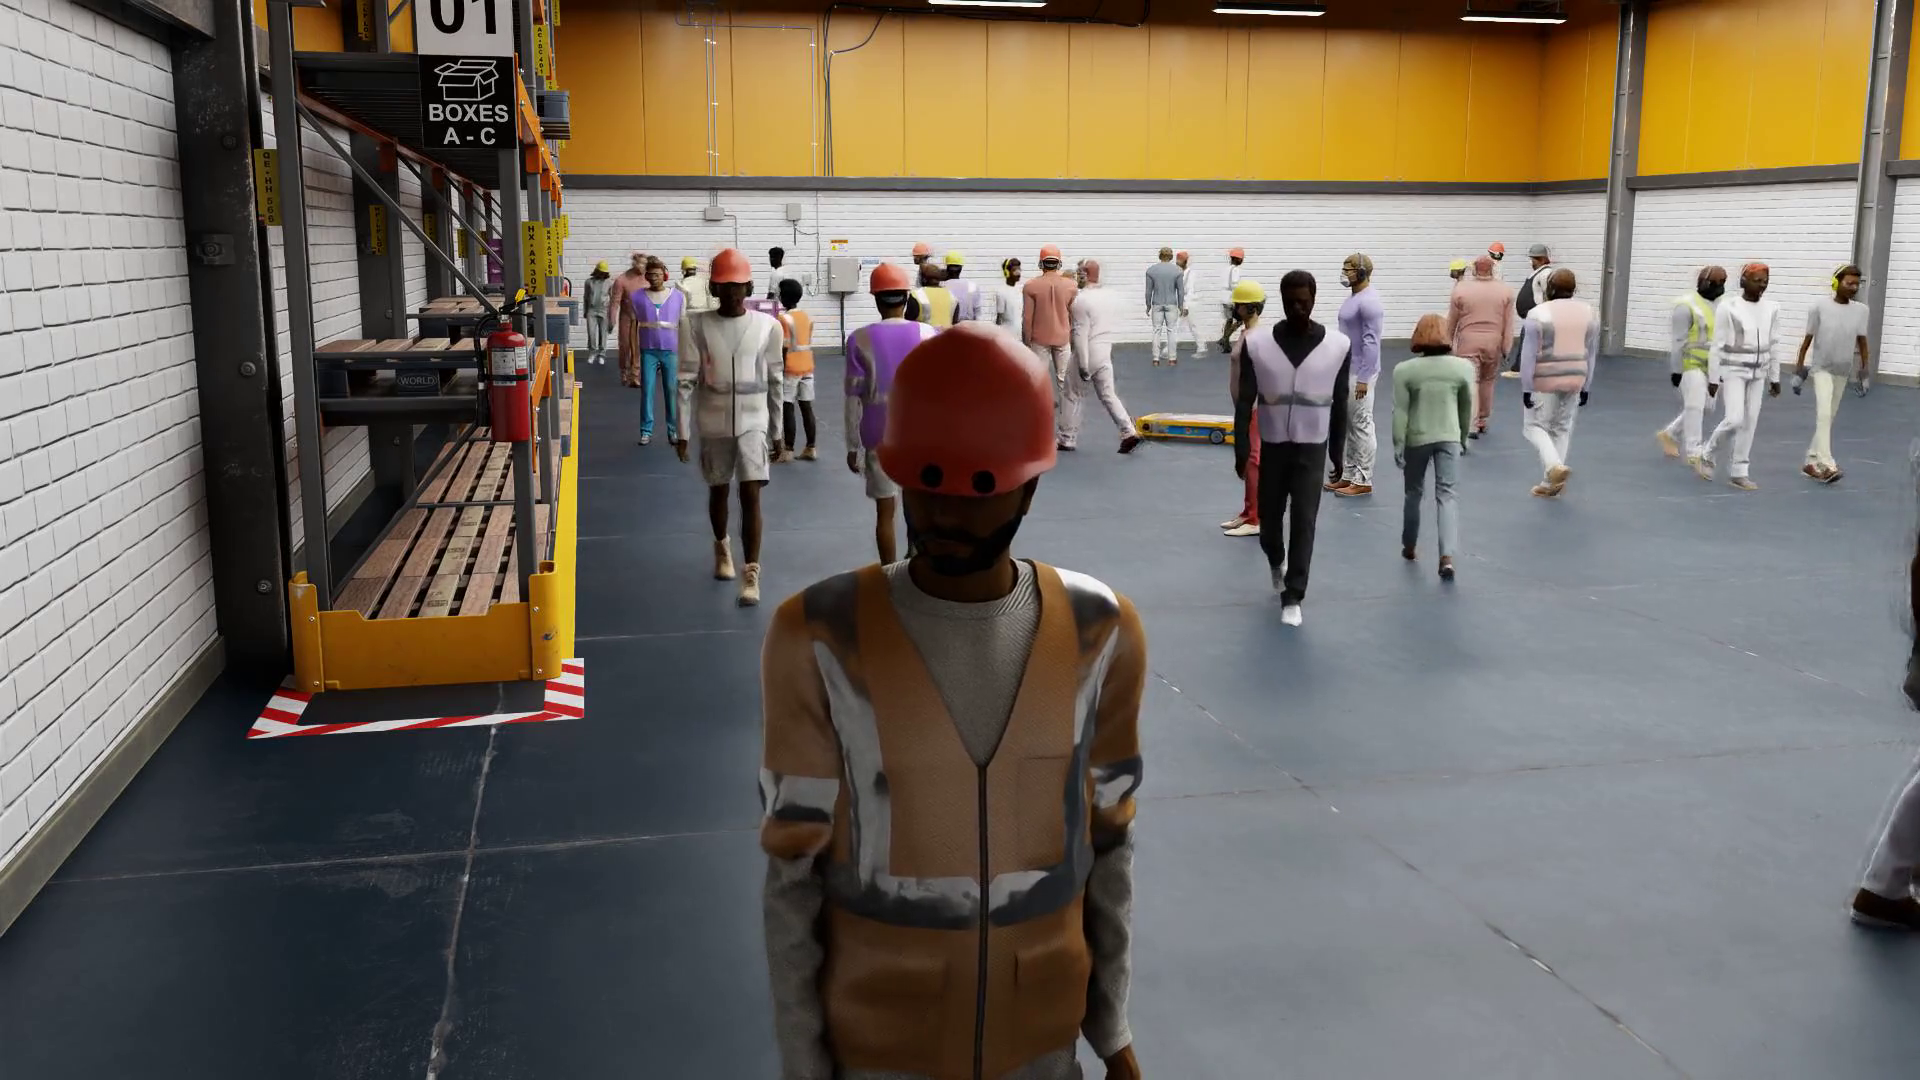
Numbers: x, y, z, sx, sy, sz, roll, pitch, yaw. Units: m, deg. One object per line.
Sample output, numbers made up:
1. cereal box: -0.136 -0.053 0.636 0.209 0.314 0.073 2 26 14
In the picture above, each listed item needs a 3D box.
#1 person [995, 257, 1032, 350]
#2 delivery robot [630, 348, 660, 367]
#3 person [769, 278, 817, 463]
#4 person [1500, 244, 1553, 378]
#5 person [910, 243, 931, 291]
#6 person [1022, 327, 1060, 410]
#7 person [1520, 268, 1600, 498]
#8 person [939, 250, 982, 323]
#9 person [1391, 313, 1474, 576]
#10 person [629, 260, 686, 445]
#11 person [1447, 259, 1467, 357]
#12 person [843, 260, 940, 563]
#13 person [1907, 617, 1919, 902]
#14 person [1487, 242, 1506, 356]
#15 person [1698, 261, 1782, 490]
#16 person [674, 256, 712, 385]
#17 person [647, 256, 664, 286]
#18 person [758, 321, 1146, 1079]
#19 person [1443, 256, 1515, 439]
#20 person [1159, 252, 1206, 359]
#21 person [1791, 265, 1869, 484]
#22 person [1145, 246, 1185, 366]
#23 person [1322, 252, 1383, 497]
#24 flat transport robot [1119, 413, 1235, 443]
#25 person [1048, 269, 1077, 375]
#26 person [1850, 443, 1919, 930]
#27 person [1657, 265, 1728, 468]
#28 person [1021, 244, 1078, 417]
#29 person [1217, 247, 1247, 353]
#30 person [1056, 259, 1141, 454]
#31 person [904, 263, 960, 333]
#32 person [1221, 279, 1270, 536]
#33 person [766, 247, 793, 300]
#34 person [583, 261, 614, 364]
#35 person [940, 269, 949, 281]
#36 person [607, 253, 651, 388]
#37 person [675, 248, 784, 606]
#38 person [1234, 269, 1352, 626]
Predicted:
1. person: 0.546 -2.328 19.150 0.843 1.846 0.517 5 11 26
2. delivery robot: -4.649 -2.809 25.126 0.477 0.478 0.707 7 12 33
3. person: -1.524 -1.548 15.250 0.317 1.696 0.541 5 11 27
4. person: 8.614 -3.421 24.663 1.007 2.000 0.683 1 10 7
5. person: -0.504 -3.651 26.088 1.034 2.003 0.614 1 10 6
6. person: 1.045 -2.328 19.813 0.502 1.589 0.842 -9 13 -40
7. person: 4.665 -1.200 12.957 0.631 1.826 0.604 -2 10 -9
8. person: -0.061 -2.177 18.082 0.594 1.924 0.382 -1 10 -8
9. person: 2.910 -0.594 10.246 0.512 1.592 0.863 1 10 7
10. person: -3.004 -1.865 16.591 0.569 1.839 0.374 -2 10 -10
11. person: 7.414 -3.310 24.845 0.398 1.749 0.543 1 10 6
12. person: -0.363 -0.569 9.184 0.566 1.920 0.444 -1 10 -7
13. person: 3.086 0.342 4.928 0.523 1.636 0.310 2 10 12
14. person: 9.432 -4.256 29.417 0.381 1.994 0.619 -2 10 -11
15. person: 6.401 -1.341 13.616 0.591 1.874 0.455 -2 11 -13
16. person: -3.737 -3.061 23.318 0.475 1.810 0.589 9 14 42
17. person: -4.903 -3.642 26.627 0.495 1.781 0.973 7 13 36
18. person: 0.004 0.669 2.301 0.544 1.933 0.376 -3 11 -14
19. person: 5.379 -2.013 17.325 0.667 1.861 0.951 1 10 7
20. person: 3.849 -4.003 28.508 1.006 1.831 0.592 -6 12 -28
21. person: 7.361 -1.375 13.940 0.542 1.816 0.944 0 10 0
22. person: 3.324 -3.793 27.007 0.635 1.936 0.354 2 11 13
23. person: 3.151 -1.309 13.245 0.370 1.940 0.630 -1 10 -4
24. flat transport robot: 2.408 -1.154 17.005 1.431 0.197 0.652 5 11 25
25. person: 1.568 -3.235 24.792 0.682 1.612 0.503 -1 10 -7
26. person: 2.948 0.281 4.751 0.614 1.831 0.623 8 13 39
27. person: 6.634 -1.576 15.067 0.646 1.824 0.674 -5 12 -27
28. person: 0.931 -2.065 17.272 0.612 1.995 0.392 -2 10 -10
29. person: 4.893 -4.296 29.877 0.433 1.918 0.568 -3 11 -17
30. person: 1.297 -1.753 15.914 0.951 1.868 0.641 9 14 41
31. person: -0.311 -2.009 17.536 0.623 1.799 0.945 -9 13 -40
32. person: 1.977 -0.908 11.496 0.310 1.770 0.522 1 10 7
33. person: -2.934 -3.651 26.263 0.988 1.913 0.631 3 11 14
34. person: -5.907 -3.718 27.255 0.515 1.689 0.565 -2 10 -11
35. person: -0.181 -2.433 20.149 0.531 1.692 0.320 2 11 13
36. person: -4.574 -3.051 23.145 0.756 1.862 0.776 -6 12 -30
37. person: -1.321 -0.681 9.609 0.622 2.001 1.044 -2 10 -10
38. person: 1.803 -0.529 9.060 0.605 1.893 0.799 2 10 11
